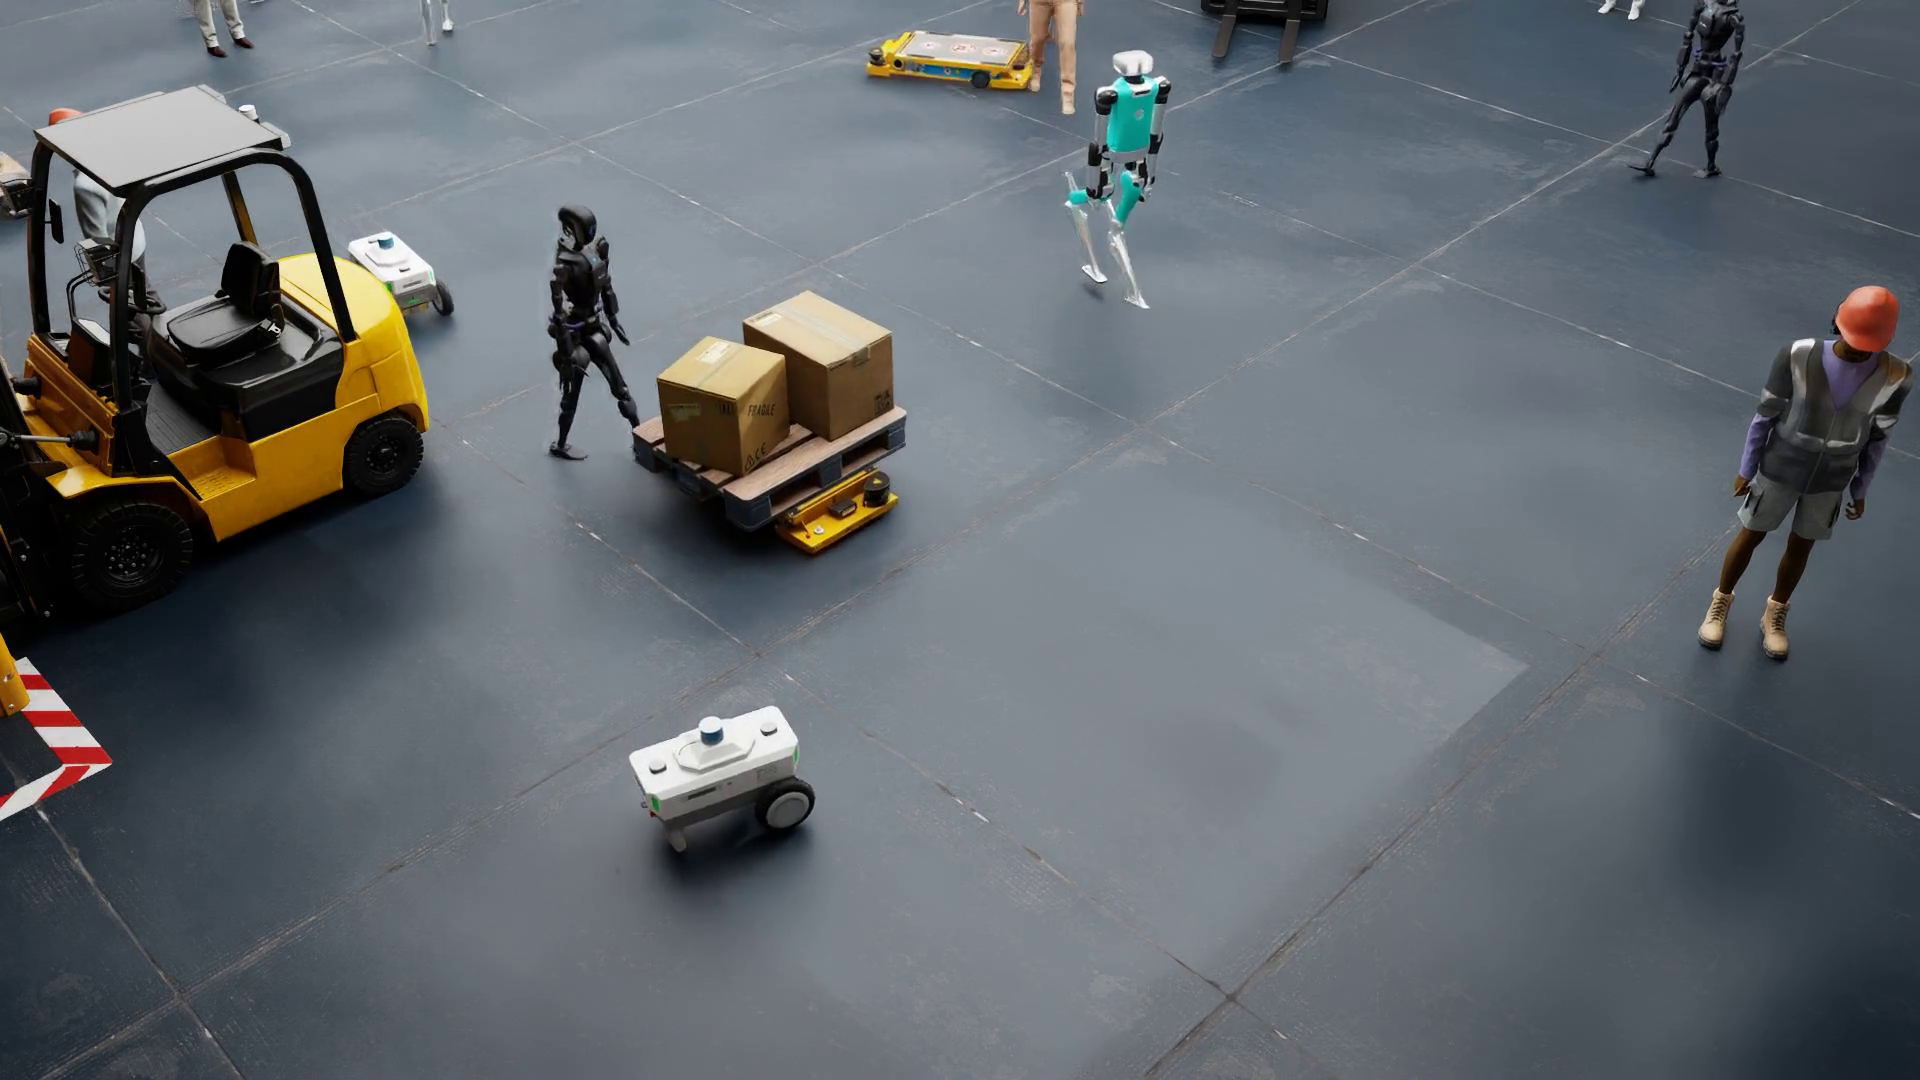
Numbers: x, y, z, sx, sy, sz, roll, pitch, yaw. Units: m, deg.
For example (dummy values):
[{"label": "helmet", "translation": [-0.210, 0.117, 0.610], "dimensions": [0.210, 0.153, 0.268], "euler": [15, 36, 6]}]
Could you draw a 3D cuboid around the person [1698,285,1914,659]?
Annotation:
[{"label": "person", "translation": [4.039, -0.307, 7.937], "dimensions": [0.603, 2.034, 0.383], "euler": [11, 38, 14]}]

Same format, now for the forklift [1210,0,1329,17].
[{"label": "forklift", "translation": [3.106, -6.400, 15.960], "dimensions": [1.214, 2.155, 2.313], "euler": [8, 37, 10]}]

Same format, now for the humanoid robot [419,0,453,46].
[{"label": "humanoid robot", "translation": [-4.815, -5.327, 14.989], "dimensions": [0.546, 1.894, 0.778], "euler": [-5, 37, -7]}]

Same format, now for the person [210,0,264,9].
[{"label": "person", "translation": [-6.967, -5.919, 15.619], "dimensions": [0.767, 1.825, 0.509], "euler": [-22, 42, -26]}]

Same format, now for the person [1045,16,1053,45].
[{"label": "person", "translation": [0.837, -5.516, 15.009], "dimensions": [0.649, 1.911, 0.814], "euler": [9, 38, 12]}]

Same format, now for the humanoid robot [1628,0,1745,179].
[{"label": "humanoid robot", "translation": [5.599, -3.472, 12.502], "dimensions": [0.764, 1.629, 0.590], "euler": [-13, 39, -16]}]

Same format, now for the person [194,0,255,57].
[{"label": "person", "translation": [-6.673, -5.180, 14.678], "dimensions": [0.389, 1.778, 0.535], "euler": [22, 42, 26]}]

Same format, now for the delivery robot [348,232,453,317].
[{"label": "delivery robot", "translation": [-3.775, -1.756, 11.106], "dimensions": [0.499, 0.592, 0.774], "euler": [-25, 43, -30]}]

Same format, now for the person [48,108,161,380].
[{"label": "person", "translation": [-5.187, -1.801, 10.177], "dimensions": [0.352, 1.742, 0.572], "euler": [-4, 37, -5]}]

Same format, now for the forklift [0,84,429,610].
[{"label": "forklift", "translation": [-4.145, -1.093, 8.856], "dimensions": [2.313, 2.155, 1.214], "euler": [-31, 47, -34]}]

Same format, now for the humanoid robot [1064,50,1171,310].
[{"label": "humanoid robot", "translation": [0.988, -2.419, 11.026], "dimensions": [0.537, 1.781, 0.878], "euler": [-17, 40, -22]}]

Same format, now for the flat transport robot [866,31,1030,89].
[{"label": "flat transport robot", "translation": [-0.048, -4.237, 14.668], "dimensions": [1.431, 0.231, 0.659], "euler": [9, 38, 12]}]

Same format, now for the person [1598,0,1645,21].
[{"label": "person", "translation": [6.337, -5.699, 15.485], "dimensions": [0.518, 1.632, 0.312], "euler": [24, 43, 29]}]

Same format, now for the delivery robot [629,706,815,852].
[{"label": "delivery robot", "translation": [-1.053, 1.029, 7.385], "dimensions": [0.771, 0.600, 0.504], "euler": [-17, 40, -22]}]

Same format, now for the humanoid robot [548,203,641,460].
[{"label": "humanoid robot", "translation": [-2.091, -1.148, 9.383], "dimensions": [0.749, 1.621, 0.589], "euler": [13, 39, 16]}]

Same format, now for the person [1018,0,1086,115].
[{"label": "person", "translation": [0.763, -4.502, 13.792], "dimensions": [0.577, 1.760, 0.763], "euler": [3, 37, 4]}]

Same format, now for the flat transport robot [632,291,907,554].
[{"label": "flat transport robot", "translation": [-1.083, -0.415, 9.552], "dimensions": [1.431, 0.231, 0.659], "euler": [30, 46, 34]}]
